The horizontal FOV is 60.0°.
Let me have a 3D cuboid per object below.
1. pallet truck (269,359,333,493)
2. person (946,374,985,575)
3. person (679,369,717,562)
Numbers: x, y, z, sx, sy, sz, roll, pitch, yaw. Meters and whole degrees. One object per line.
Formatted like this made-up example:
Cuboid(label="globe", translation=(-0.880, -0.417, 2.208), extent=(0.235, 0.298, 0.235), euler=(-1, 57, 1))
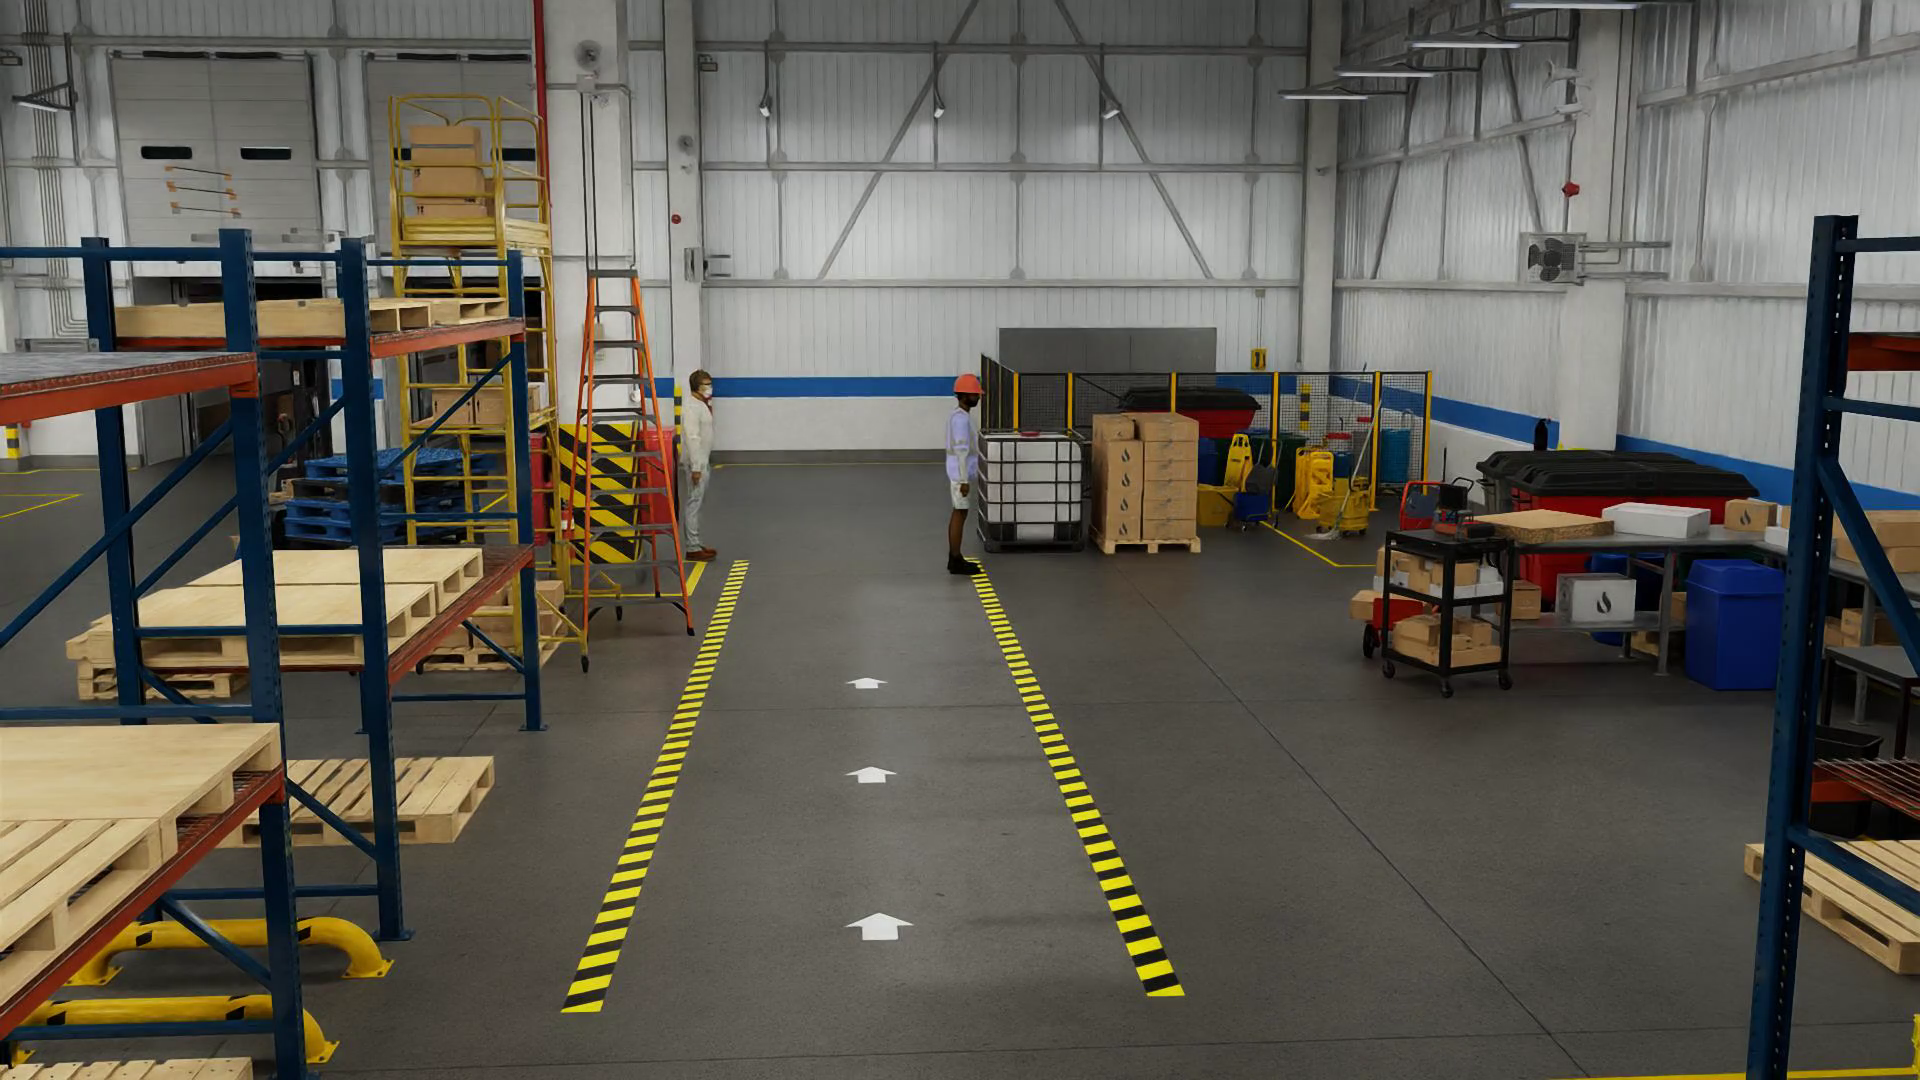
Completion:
Cuboid(label="pallet truck", translation=(-7.062, -1.131, 18.996), extent=(1.885, 1.965, 0.823), euler=(2, 9, 13))
Cuboid(label="person", translation=(0.053, -0.637, 16.078), extent=(0.377, 1.936, 0.549), euler=(0, 9, -2))
Cuboid(label="person", translation=(-2.650, -0.756, 16.830), extent=(0.362, 1.936, 0.631), euler=(0, 9, -2))
